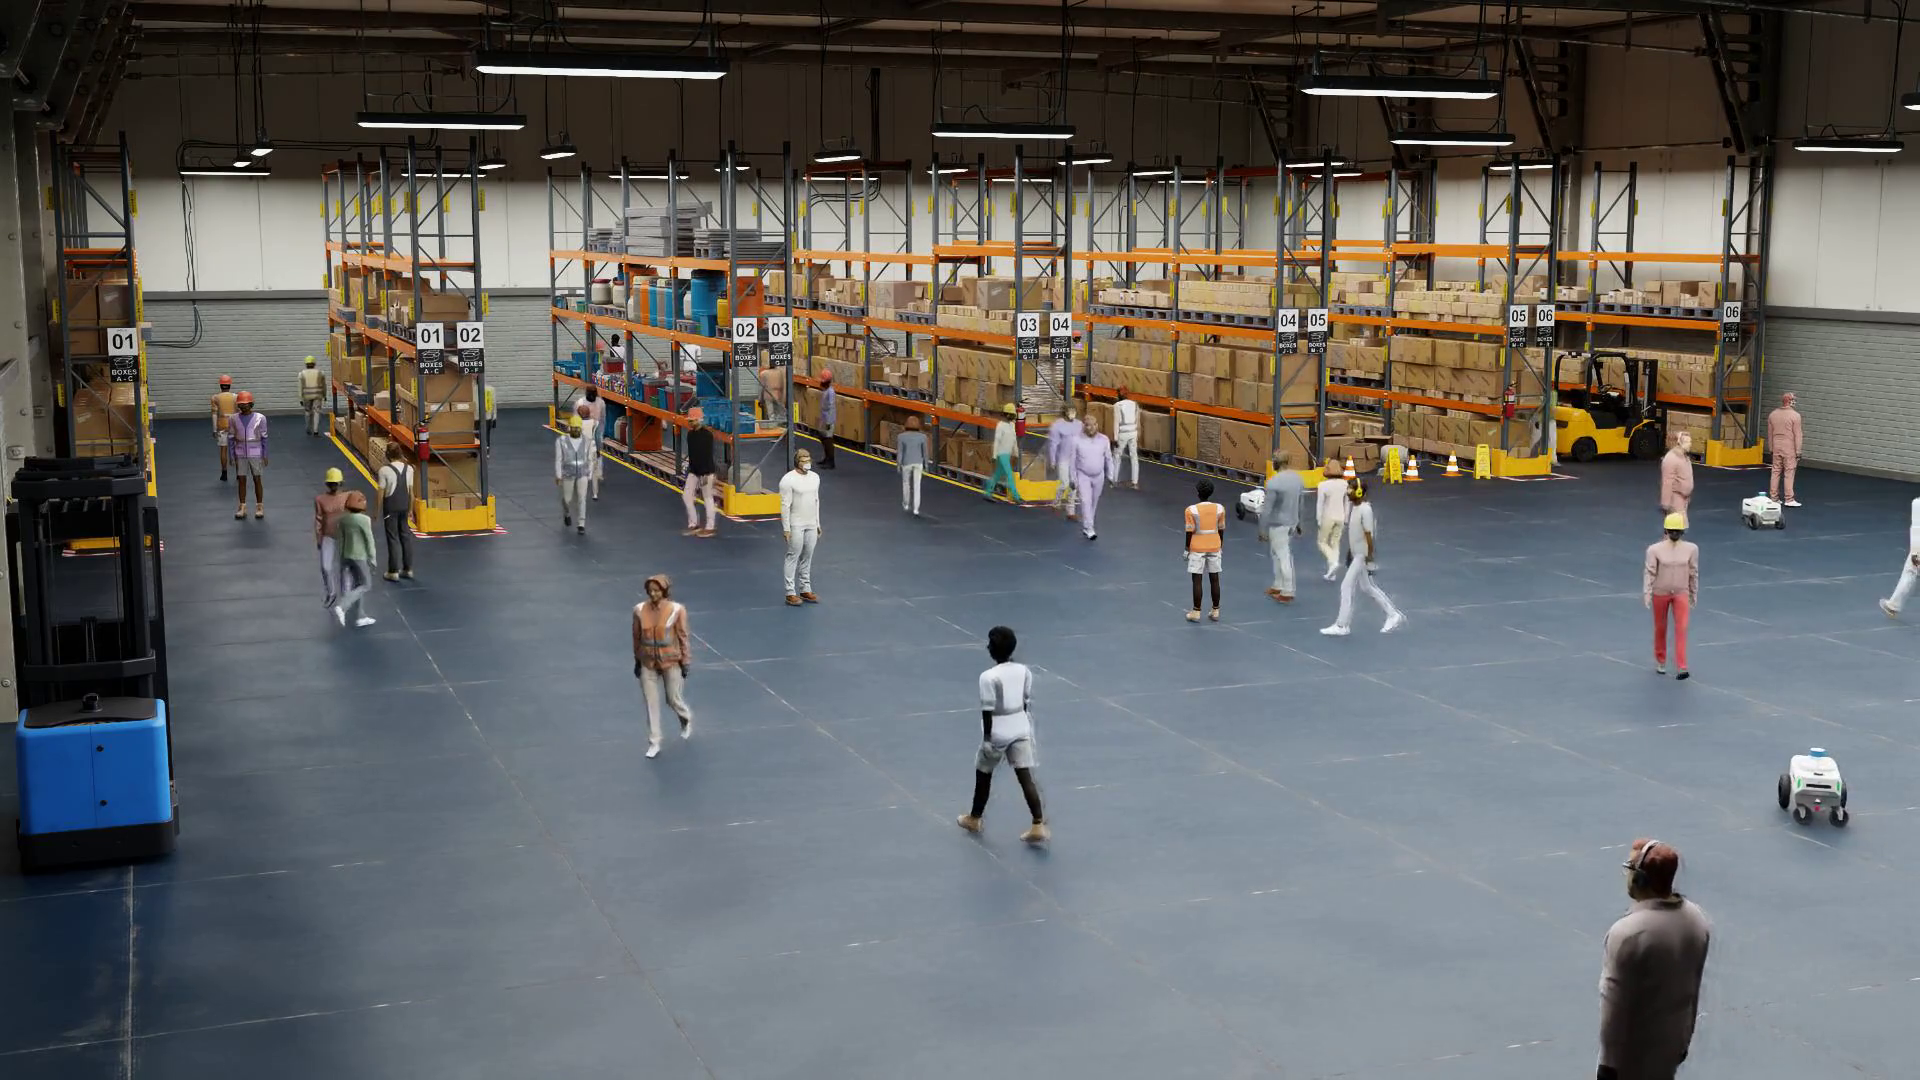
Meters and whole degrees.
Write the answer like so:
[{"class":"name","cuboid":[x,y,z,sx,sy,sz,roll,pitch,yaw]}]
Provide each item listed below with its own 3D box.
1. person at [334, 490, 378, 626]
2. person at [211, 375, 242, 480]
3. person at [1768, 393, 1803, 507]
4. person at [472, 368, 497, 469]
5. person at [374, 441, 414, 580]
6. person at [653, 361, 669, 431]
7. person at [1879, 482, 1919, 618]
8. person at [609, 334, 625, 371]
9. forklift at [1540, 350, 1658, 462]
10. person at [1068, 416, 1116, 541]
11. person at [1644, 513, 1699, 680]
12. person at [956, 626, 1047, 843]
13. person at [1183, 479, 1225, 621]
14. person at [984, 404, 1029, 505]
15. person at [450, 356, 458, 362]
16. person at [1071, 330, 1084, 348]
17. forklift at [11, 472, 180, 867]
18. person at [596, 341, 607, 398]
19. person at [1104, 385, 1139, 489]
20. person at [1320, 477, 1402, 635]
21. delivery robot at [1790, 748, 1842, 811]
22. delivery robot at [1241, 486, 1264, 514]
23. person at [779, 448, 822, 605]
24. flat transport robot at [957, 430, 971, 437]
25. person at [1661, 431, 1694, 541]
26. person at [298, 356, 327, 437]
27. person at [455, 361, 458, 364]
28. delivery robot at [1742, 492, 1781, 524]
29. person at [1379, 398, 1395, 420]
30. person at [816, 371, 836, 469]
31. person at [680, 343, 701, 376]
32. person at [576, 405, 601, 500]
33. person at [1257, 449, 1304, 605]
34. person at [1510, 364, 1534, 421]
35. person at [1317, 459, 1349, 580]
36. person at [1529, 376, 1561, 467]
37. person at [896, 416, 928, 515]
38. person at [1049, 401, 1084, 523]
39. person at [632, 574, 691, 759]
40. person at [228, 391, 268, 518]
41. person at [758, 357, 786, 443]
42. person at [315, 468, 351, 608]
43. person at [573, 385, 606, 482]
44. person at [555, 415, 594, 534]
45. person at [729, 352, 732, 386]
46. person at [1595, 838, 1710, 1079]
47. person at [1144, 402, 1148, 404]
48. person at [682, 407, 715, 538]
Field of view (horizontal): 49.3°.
[{"class":"person","cuboid":[-7.079,0.226,24.402,0.502,1.614,0.581,6,11,37]},{"class":"person","cuboid":[-13.548,-2.083,38.732,0.543,1.939,0.370,-3,9,-22]},{"class":"person","cuboid":[13.837,-1.514,35.051,0.409,1.909,0.640,-5,10,-29]},{"class":"person","cuboid":[-9.251,-2.360,40.430,0.642,1.980,0.470,-3,9,-22]},{"class":"person","cuboid":[-7.493,-0.392,27.789,0.387,1.844,0.509,7,11,40]},{"class":"person","cuboid":[-6.802,-3.317,48.103,0.515,1.599,0.845,-5,10,-29]},{"class":"person","cuboid":[11.344,0.077,24.678,0.569,1.826,1.006,-3,9,-17]},{"class":"person","cuboid":[-8.790,-4.315,53.680,0.390,1.919,0.591,3,9,20]},{"class":"forklift","cuboid":[12.897,-2.725,42.309,2.313,2.155,1.214,-3,9,-21]},{"class":"person","cuboid":[1.972,-0.927,31.298,0.657,1.854,0.992,-2,9,-14]},{"class":"person","cuboid":[7.357,0.582,21.662,0.551,1.715,0.904,2,9,11]},{"class":"person","cuboid":[0.344,1.475,15.967,0.541,1.651,0.896,-7,11,-41]},{"class":"person","cuboid":[2.898,0.117,24.868,0.532,1.697,0.319,-3,9,-20]},{"class":"person","cuboid":[0.771,-1.453,35.295,0.939,1.706,0.530,5,10,30]},{"class":"person","cuboid":[-12.010,-3.789,50.370,0.547,1.855,0.584,-5,10,-29]},{"class":"person","cuboid":[3.108,-4.581,55.390,0.374,1.939,0.545,2,9,13]},{"class":"forklift","cuboid":[-6.630,0.886,15.957,1.129,2.768,1.873,-3,9,-21]},{"class":"person","cuboid":[-8.493,-3.743,49.739,0.707,1.955,0.601,2,9,12]},{"class":"person","cuboid":[2.926,-1.850,37.456,0.609,1.843,0.888,-5,10,-31]},{"class":"person","cuboid":[4.651,0.176,24.056,0.924,1.835,0.525,0,9,-2]},{"class":"delivery robot","cuboid":[6.794,1.896,16.625,0.477,0.478,0.707,3,9,18]},{"class":"delivery robot","cuboid":[4.751,-0.615,33.371,0.477,0.478,0.707,-2,9,-15]},{"class":"person","cuboid":[-1.969,-0.176,26.016,0.354,1.937,0.635,7,11,41]},{"class":"flat transport robot","cuboid":[-0.493,-2.275,45.687,1.431,0.197,0.652,-2,9,-14]},{"class":"person","cuboid":[9.836,-0.545,28.640,0.435,1.889,0.678,7,11,38]},{"class":"person","cuboid":[-14.438,-3.198,46.723,0.593,1.786,0.898,-2,9,-14]},{"class":"person","cuboid":[-10.675,-2.903,44.629,0.610,1.811,0.761,-6,10,-35]},{"class":"delivery robot","cuboid":[12.487,-0.502,32.614,0.477,0.478,0.707,-1,8,-4]},{"class":"person","cuboid":[9.856,-3.426,48.382,0.486,1.737,0.319,7,11,39]},{"class":"person","cuboid":[-2.599,-2.323,40.480,0.379,1.908,0.641,-4,9,-22]},{"class":"person","cuboid":[-7.020,-4.456,54.594,0.542,1.928,0.374,-1,9,-10]},{"class":"person","cuboid":[-6.409,-1.494,35.832,0.528,1.636,0.313,-3,9,-18]},{"class":"person","cuboid":[3.927,-0.178,26.090,0.662,1.916,0.701,-8,12,-43]},{"class":"person","cuboid":[11.229,-2.567,41.993,0.620,1.924,0.438,-2,9,-15]},{"class":"person","cuboid":[4.930,-0.256,27.617,0.504,1.621,0.431,-3,9,-19]},{"class":"person","cuboid":[11.393,-2.349,40.974,0.622,1.808,0.912,-3,9,-22]},{"class":"person","cuboid":[-0.778,-1.224,34.174,0.524,1.584,0.870,-1,9,-4]},{"class":"person","cuboid":[1.737,-1.241,33.176,0.632,1.928,0.431,-6,10,-33]},{"class":"person","cuboid":[-2.638,1.088,18.641,0.524,1.627,0.575,2,9,12]},{"class":"person","cuboid":[-11.441,-1.372,33.649,0.615,2.041,0.387,-1,9,-6]},{"class":"person","cuboid":[-4.106,-3.081,45.569,0.612,1.876,0.954,-3,9,-18]},{"class":"person","cuboid":[-7.607,-0.013,25.566,0.527,1.754,0.379,-1,9,-7]},{"class":"person","cuboid":[-6.854,-1.982,38.625,0.643,1.793,0.816,-4,9,-25]},{"class":"person","cuboid":[-5.901,-1.021,32.055,0.605,1.819,0.610,-3,9,-19]},{"class":"person","cuboid":[-5.005,-3.101,45.427,0.364,1.966,0.609,0,9,1]},{"class":"person","cuboid":[3.185,2.309,9.614,0.658,1.885,0.597,-7,11,-37]},{"class":"person","cuboid":[4.590,-3.909,51.304,0.538,1.818,0.971,-3,9,-17]},{"class":"person","cuboid":[-3.943,-1.015,31.491,0.632,1.971,0.600,7,11,40]}]
